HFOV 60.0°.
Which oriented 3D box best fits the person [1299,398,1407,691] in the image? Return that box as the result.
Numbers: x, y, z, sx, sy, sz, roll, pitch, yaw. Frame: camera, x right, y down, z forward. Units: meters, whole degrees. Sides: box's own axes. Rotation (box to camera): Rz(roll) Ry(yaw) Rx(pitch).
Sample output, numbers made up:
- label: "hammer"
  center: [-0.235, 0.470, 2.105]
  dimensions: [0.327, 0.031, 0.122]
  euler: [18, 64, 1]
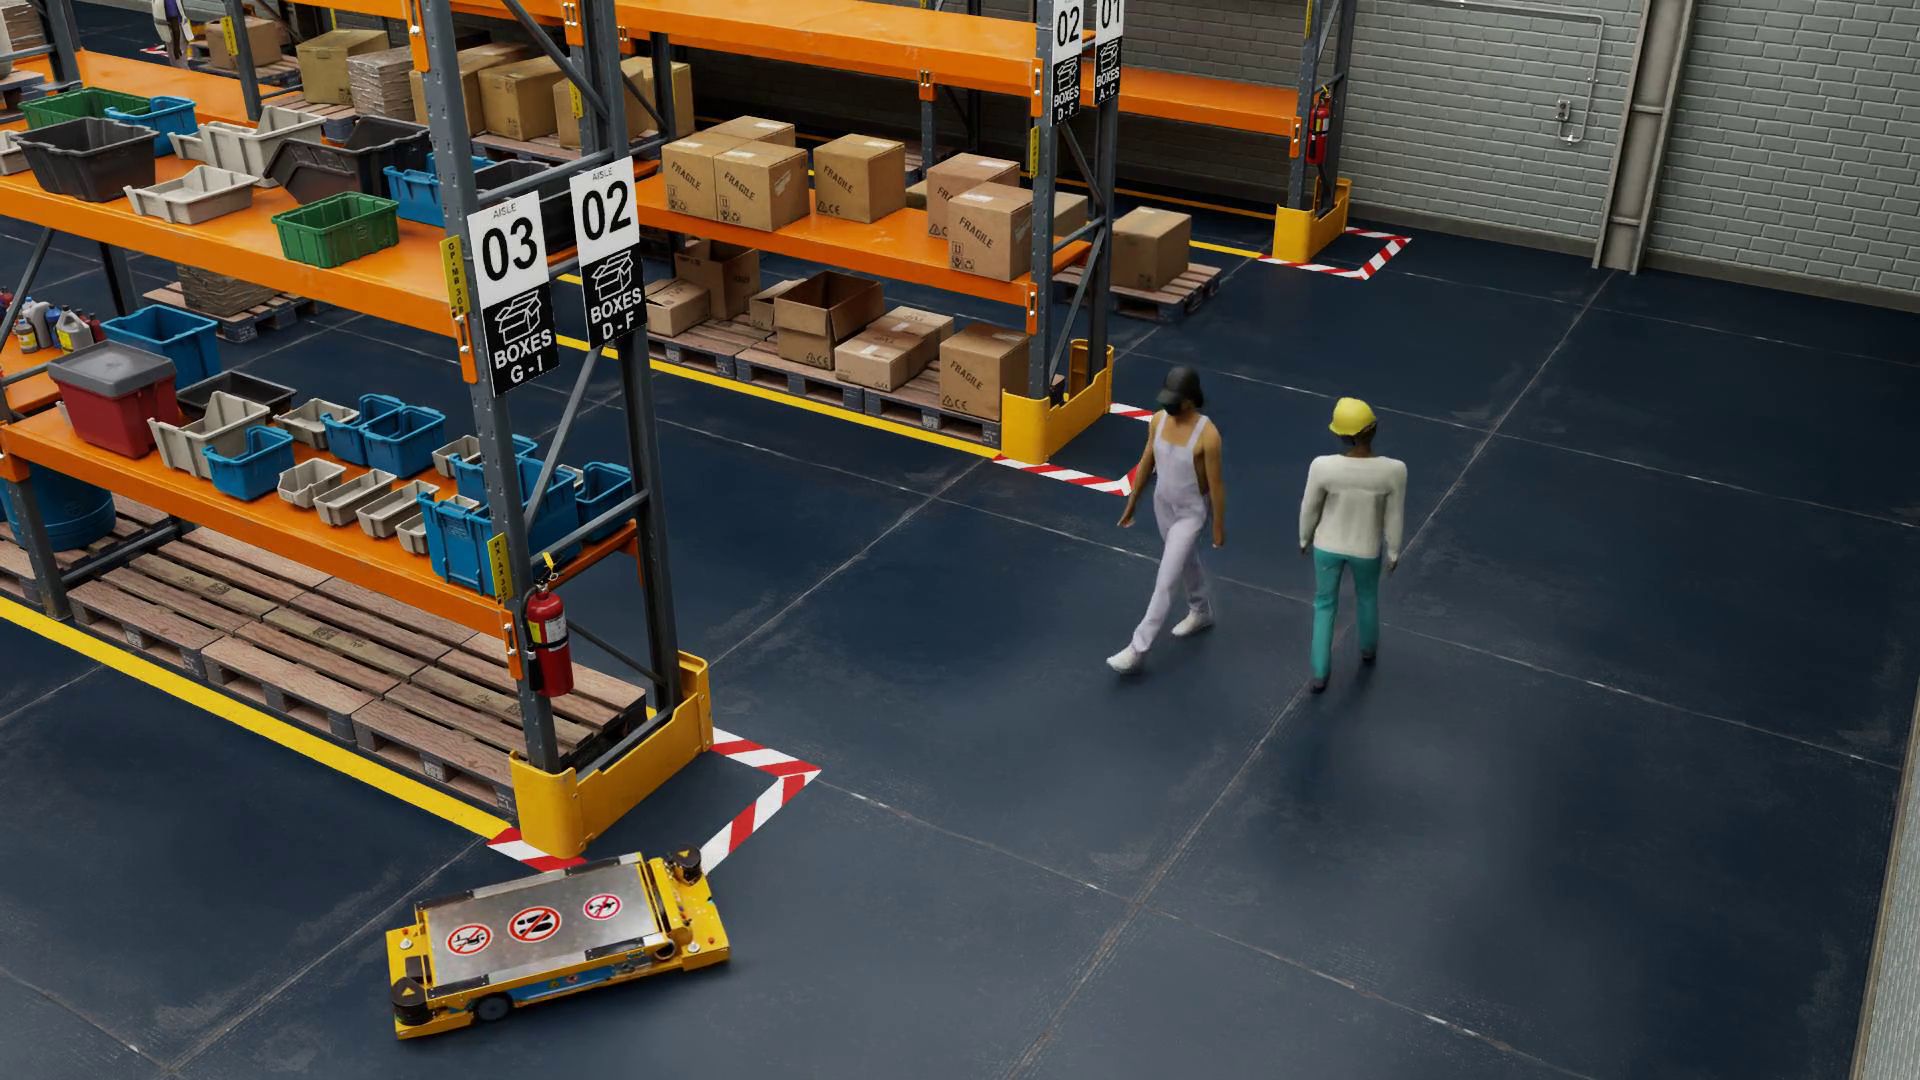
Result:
- label: "person"
  center: [2.144, -0.030, 9.186]
  dimensions: [0.556, 1.724, 0.669]
  euler: [5, 29, 8]

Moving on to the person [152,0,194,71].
- label: "person"
  center: [-9.210, -5.837, 19.507]
  dimensions: [0.404, 1.832, 0.566]
  euler: [-19, 34, -30]

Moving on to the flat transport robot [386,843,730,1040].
- label: "flat transport robot"
  center: [-1.807, 1.777, 7.445]
  dimensions: [1.431, 0.231, 0.659]
  euler: [-10, 31, -18]

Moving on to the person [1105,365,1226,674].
- label: "person"
  center: [1.159, -0.142, 9.303]
  dimensions: [1.011, 1.805, 0.545]
  euler: [-22, 36, -34]

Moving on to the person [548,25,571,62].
- label: "person"
  center: [-4.010, -4.456, 17.166]
  dimensions: [0.532, 1.691, 0.318]
  euler: [7, 30, 12]
